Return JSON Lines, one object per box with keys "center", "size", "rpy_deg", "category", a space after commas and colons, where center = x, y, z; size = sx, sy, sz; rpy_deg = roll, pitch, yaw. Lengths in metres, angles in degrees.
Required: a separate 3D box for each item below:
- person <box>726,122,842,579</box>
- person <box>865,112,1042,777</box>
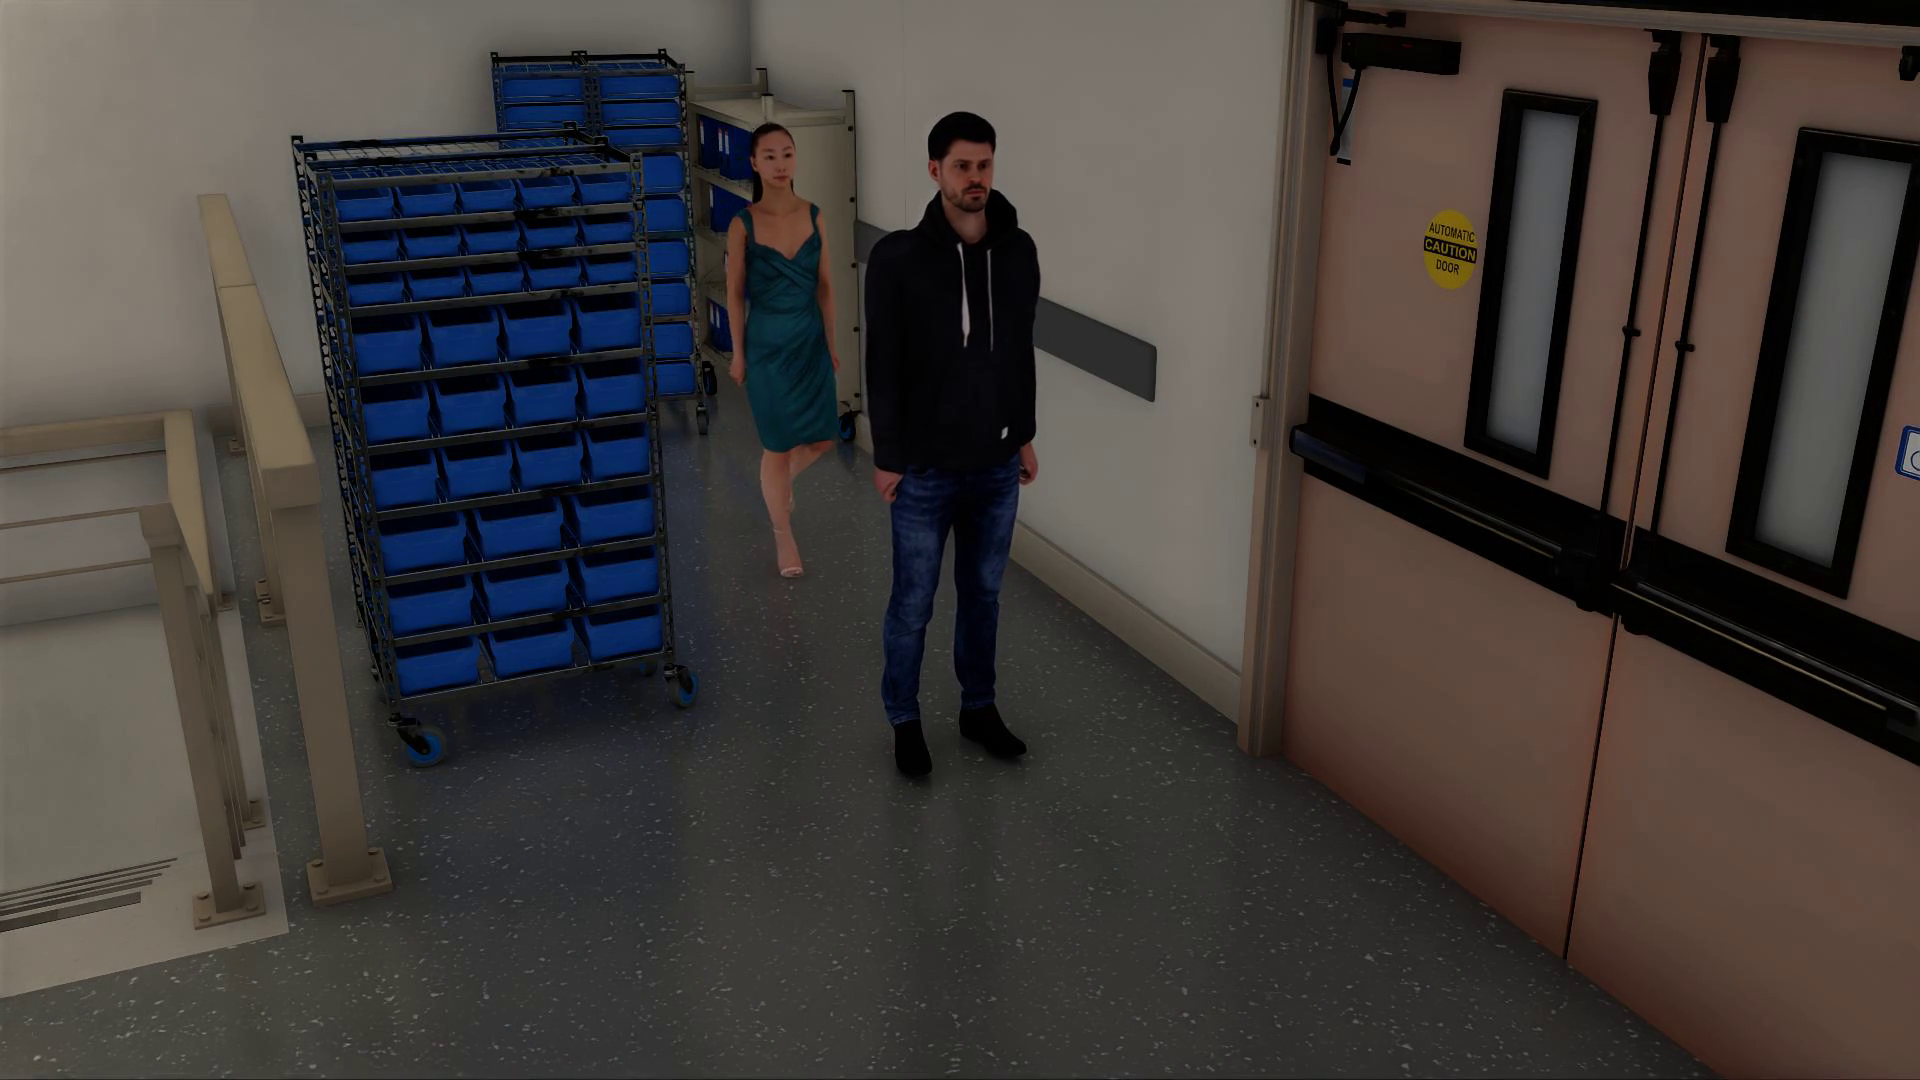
{"center": [-0.670, -0.696, 6.187], "size": [0.571, 1.672, 0.730], "rpy_deg": [-9, 22, -22], "category": "person"}
{"center": [-0.016, -0.257, 4.716], "size": [0.665, 1.893, 0.557], "rpy_deg": [-9, 22, -22], "category": "person"}
